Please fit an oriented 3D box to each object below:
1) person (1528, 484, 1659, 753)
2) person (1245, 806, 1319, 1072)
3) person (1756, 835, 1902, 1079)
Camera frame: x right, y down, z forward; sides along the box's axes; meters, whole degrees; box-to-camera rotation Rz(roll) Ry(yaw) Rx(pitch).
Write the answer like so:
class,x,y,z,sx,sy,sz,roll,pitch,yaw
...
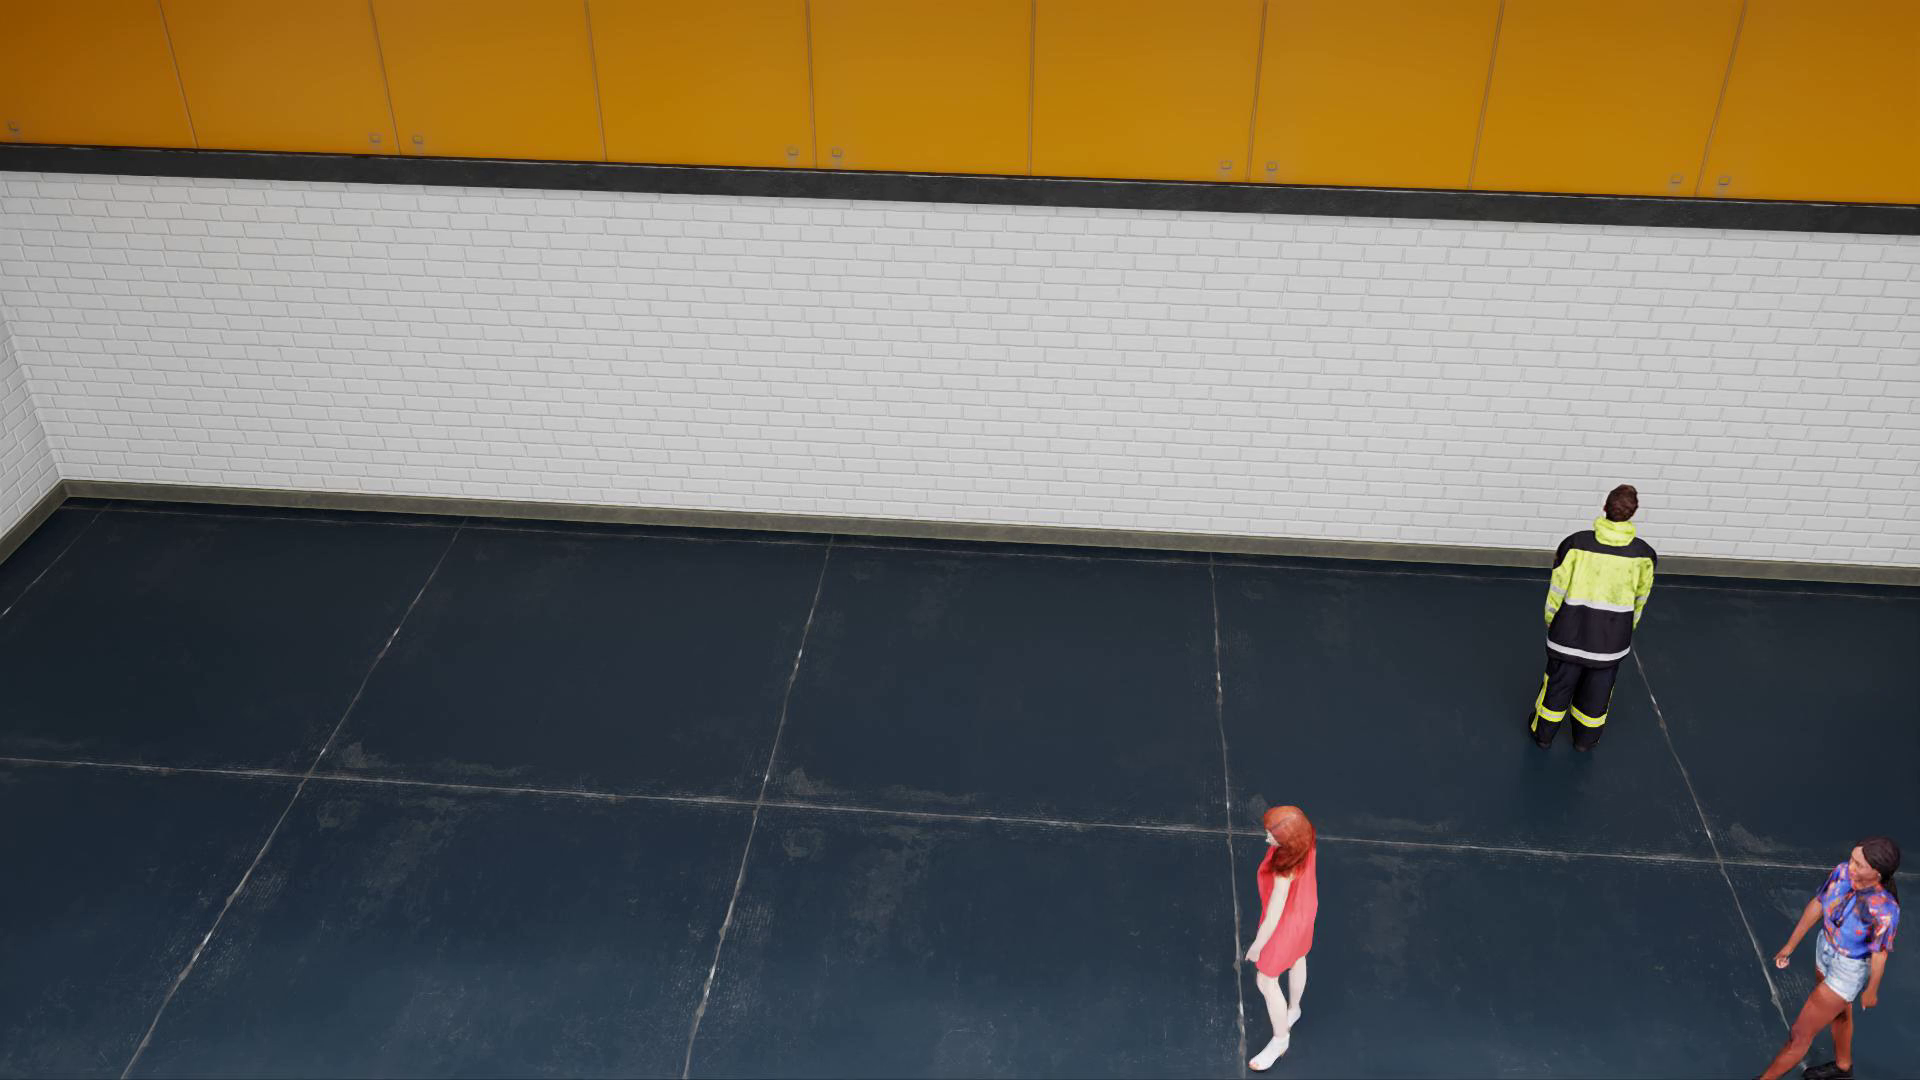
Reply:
class,x,y,z,sx,sy,sz,roll,pitch,yaw
person,4.050,0.508,10.673,0.791,1.983,0.671,6,34,10
person,1.749,1.974,8.639,0.837,1.793,0.654,28,43,35
person,4.546,2.164,8.429,0.785,1.710,1.005,-4,34,-7
